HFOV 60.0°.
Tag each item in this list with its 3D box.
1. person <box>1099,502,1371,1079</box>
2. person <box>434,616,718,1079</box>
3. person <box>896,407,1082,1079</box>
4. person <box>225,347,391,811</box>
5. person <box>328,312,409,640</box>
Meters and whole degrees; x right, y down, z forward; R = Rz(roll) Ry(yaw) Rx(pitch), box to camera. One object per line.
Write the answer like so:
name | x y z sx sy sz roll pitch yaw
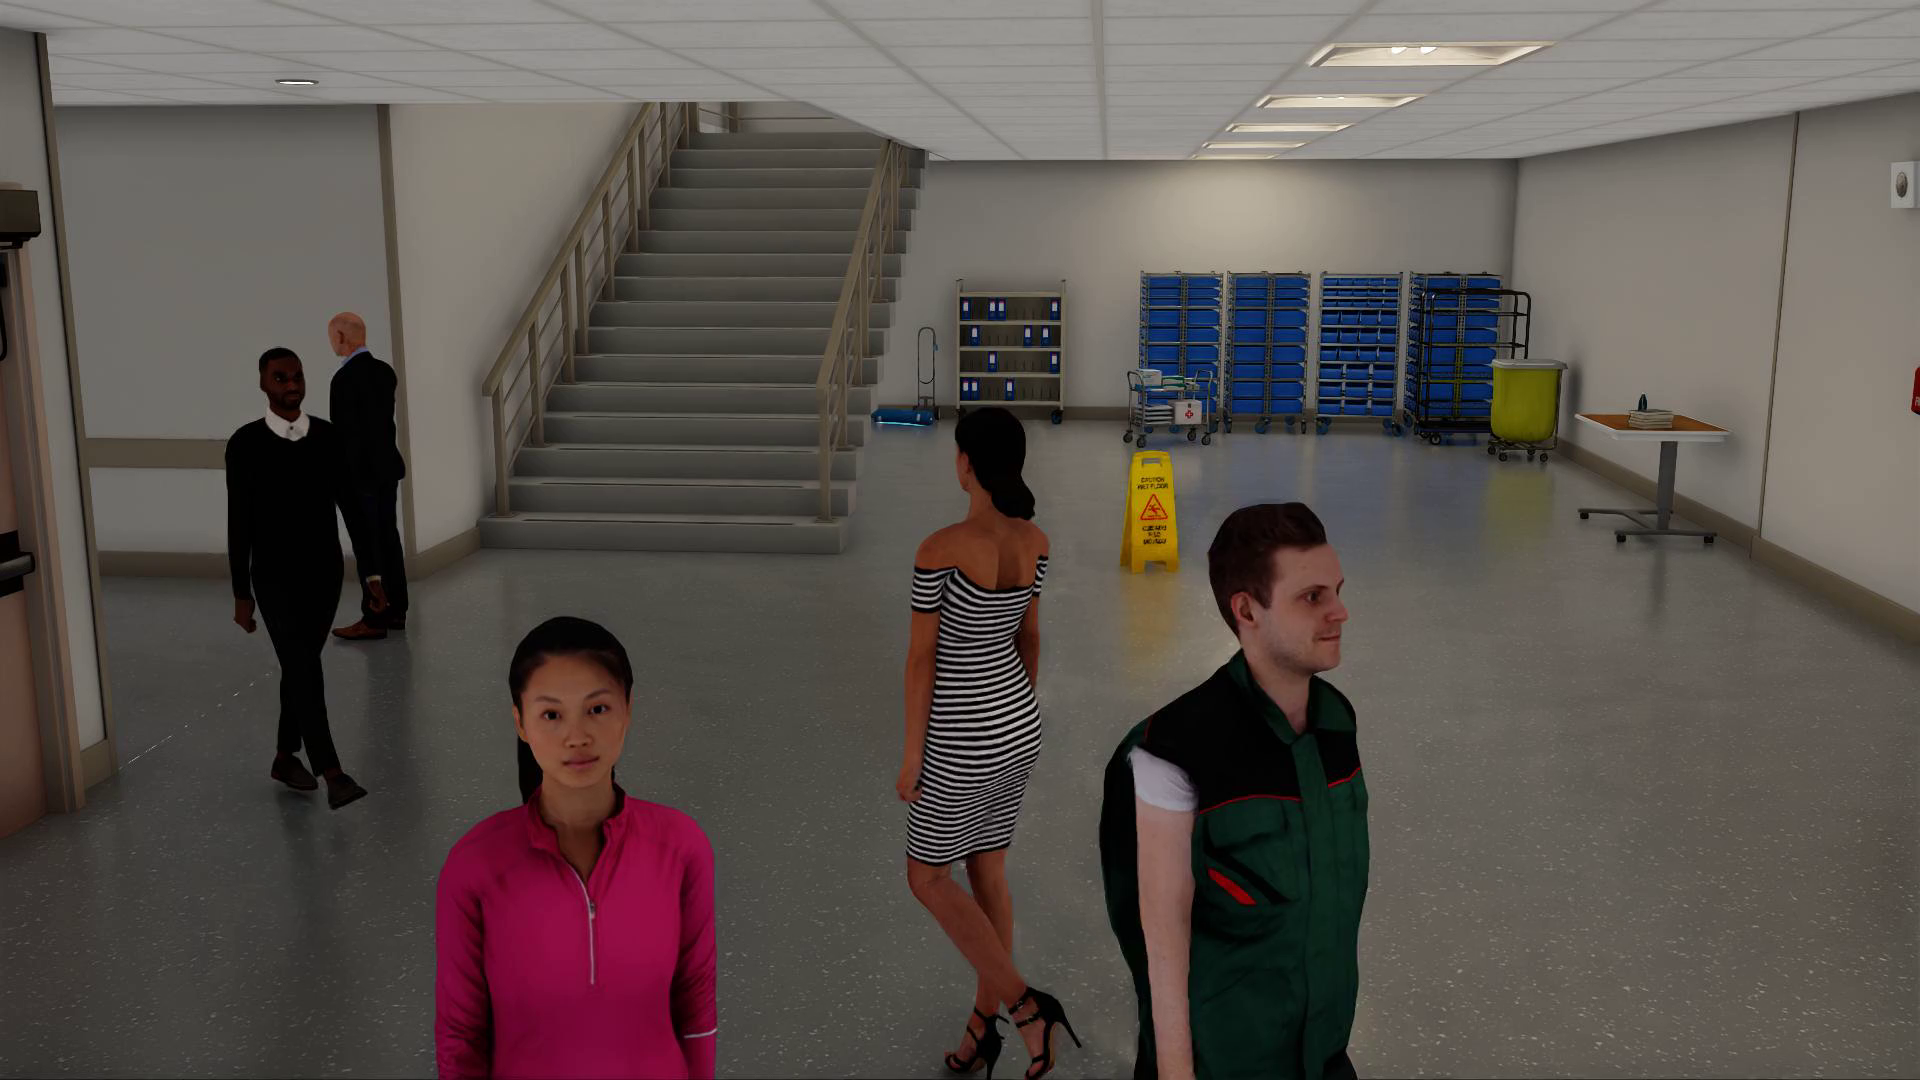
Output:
person | 0.413 0.844 2.790 1.099 1.815 1.181 -8 13 -37
person | -0.580 0.946 2.568 0.677 1.698 0.703 -4 12 -22
person | 0.102 0.579 4.211 0.831 1.808 0.889 -9 14 -40
person | -2.655 0.150 6.561 1.139 1.774 1.135 10 14 42
person | -3.270 -0.359 9.191 0.776 1.794 0.577 3 11 14
